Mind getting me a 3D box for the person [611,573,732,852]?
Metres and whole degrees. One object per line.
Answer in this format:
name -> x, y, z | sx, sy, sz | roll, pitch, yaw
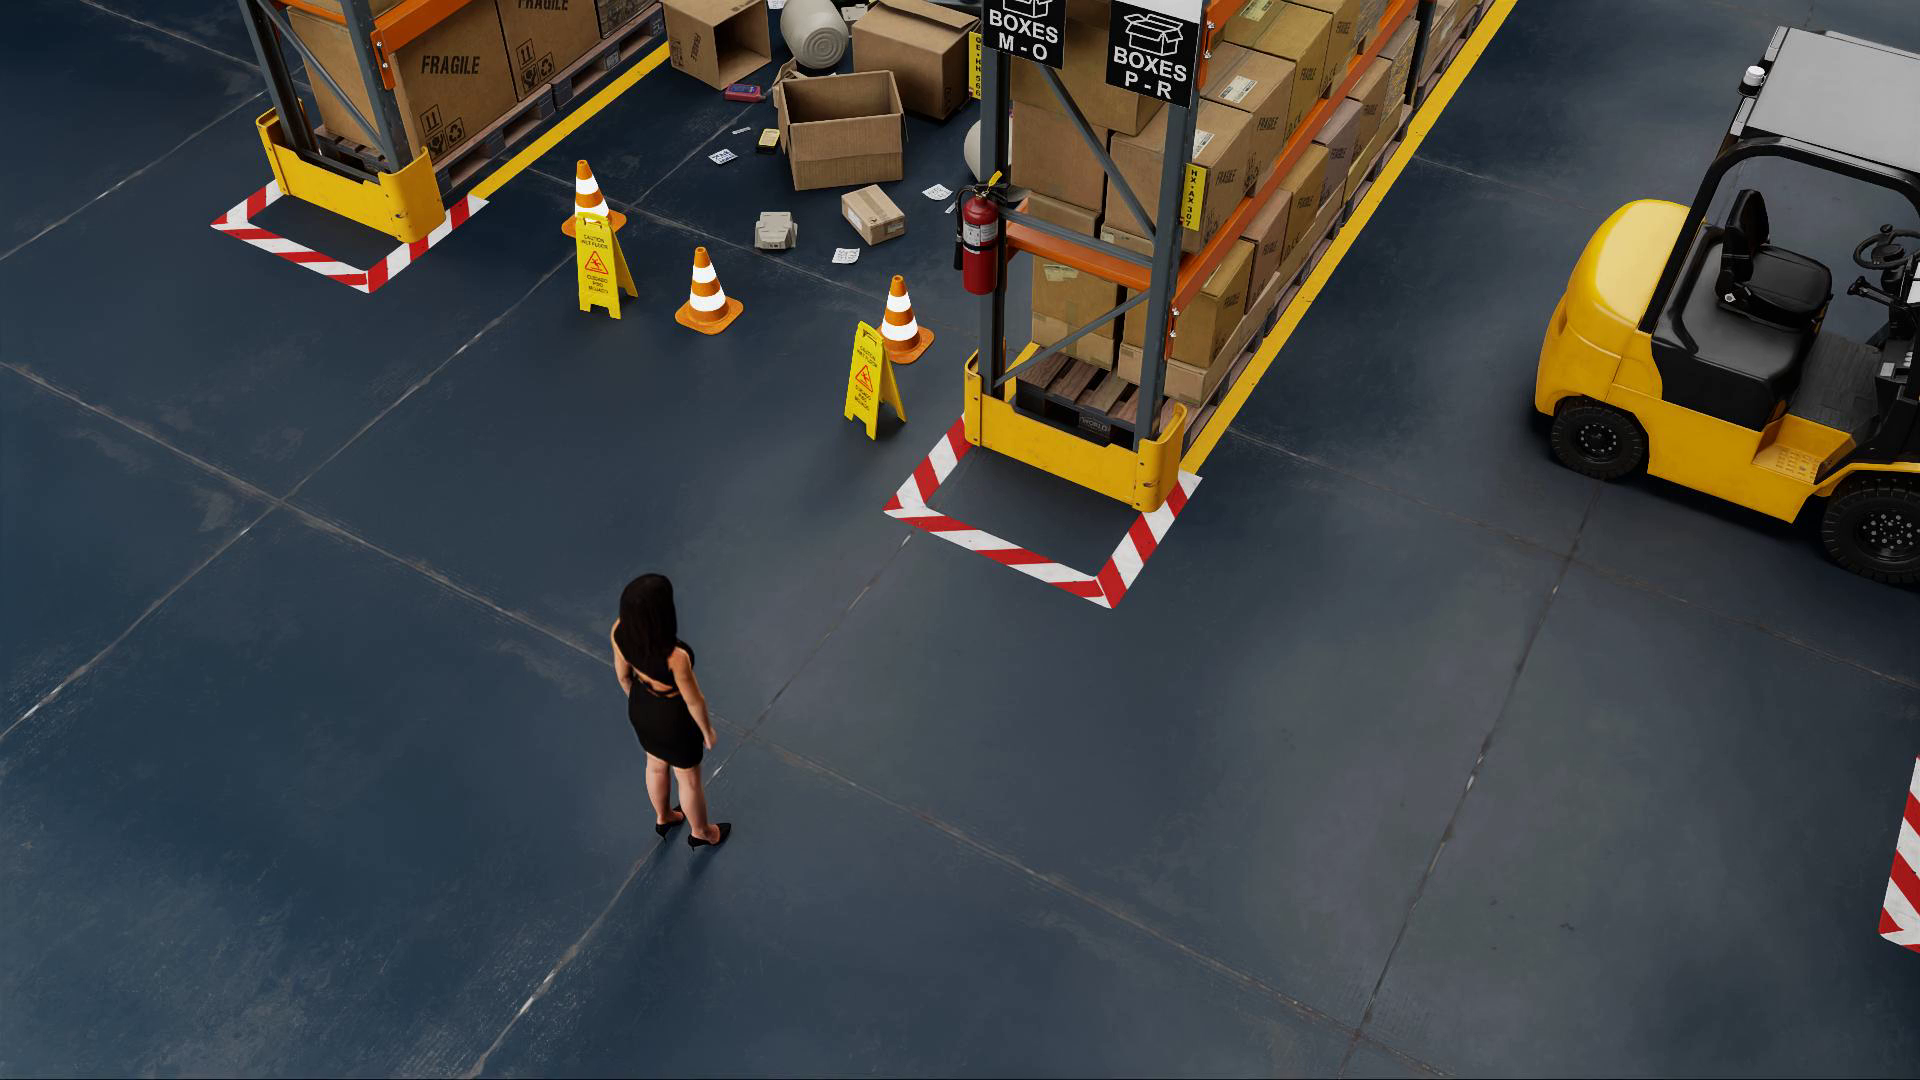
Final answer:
person -> -1.200, 0.731, 6.773 | 0.569, 1.648, 0.482 | 24, 52, 20
